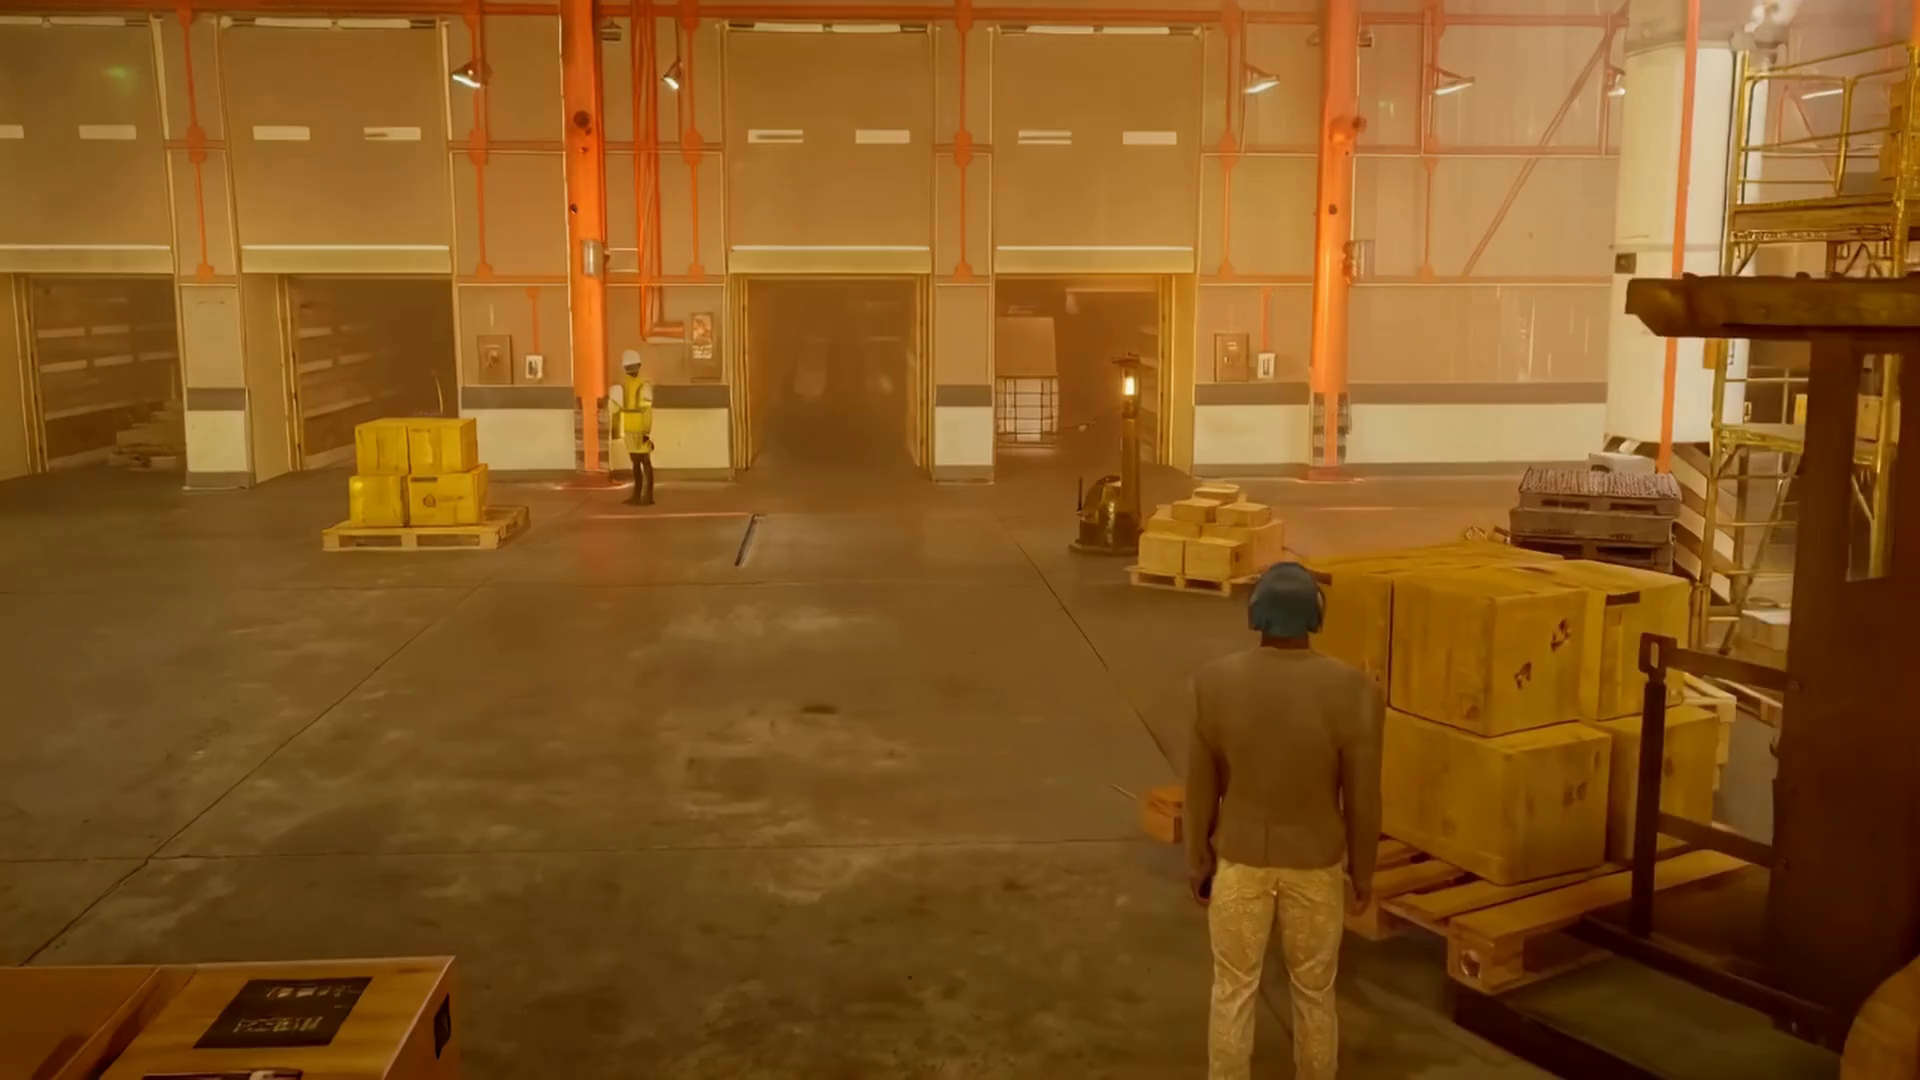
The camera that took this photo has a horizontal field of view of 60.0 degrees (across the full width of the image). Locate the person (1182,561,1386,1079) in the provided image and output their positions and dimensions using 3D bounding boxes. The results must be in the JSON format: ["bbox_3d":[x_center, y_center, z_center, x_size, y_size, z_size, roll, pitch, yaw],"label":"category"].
[{"bbox_3d":[1.012,1.025,5.283,0.628,1.931,0.358,1,9,9],"label":"person"}]

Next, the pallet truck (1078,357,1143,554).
[{"bbox_3d":[2.088,-0.836,16.757,1.885,1.965,0.823,2,9,13],"label":"pallet truck"}]

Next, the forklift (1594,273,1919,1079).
[{"bbox_3d":[3.113,0.608,4.931,1.129,2.768,1.873,-5,11,-30],"label":"forklift"}]

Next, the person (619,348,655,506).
[{"bbox_3d":[-3.975,-1.380,20.396,0.388,1.930,0.544,-8,12,-42],"label":"person"}]
